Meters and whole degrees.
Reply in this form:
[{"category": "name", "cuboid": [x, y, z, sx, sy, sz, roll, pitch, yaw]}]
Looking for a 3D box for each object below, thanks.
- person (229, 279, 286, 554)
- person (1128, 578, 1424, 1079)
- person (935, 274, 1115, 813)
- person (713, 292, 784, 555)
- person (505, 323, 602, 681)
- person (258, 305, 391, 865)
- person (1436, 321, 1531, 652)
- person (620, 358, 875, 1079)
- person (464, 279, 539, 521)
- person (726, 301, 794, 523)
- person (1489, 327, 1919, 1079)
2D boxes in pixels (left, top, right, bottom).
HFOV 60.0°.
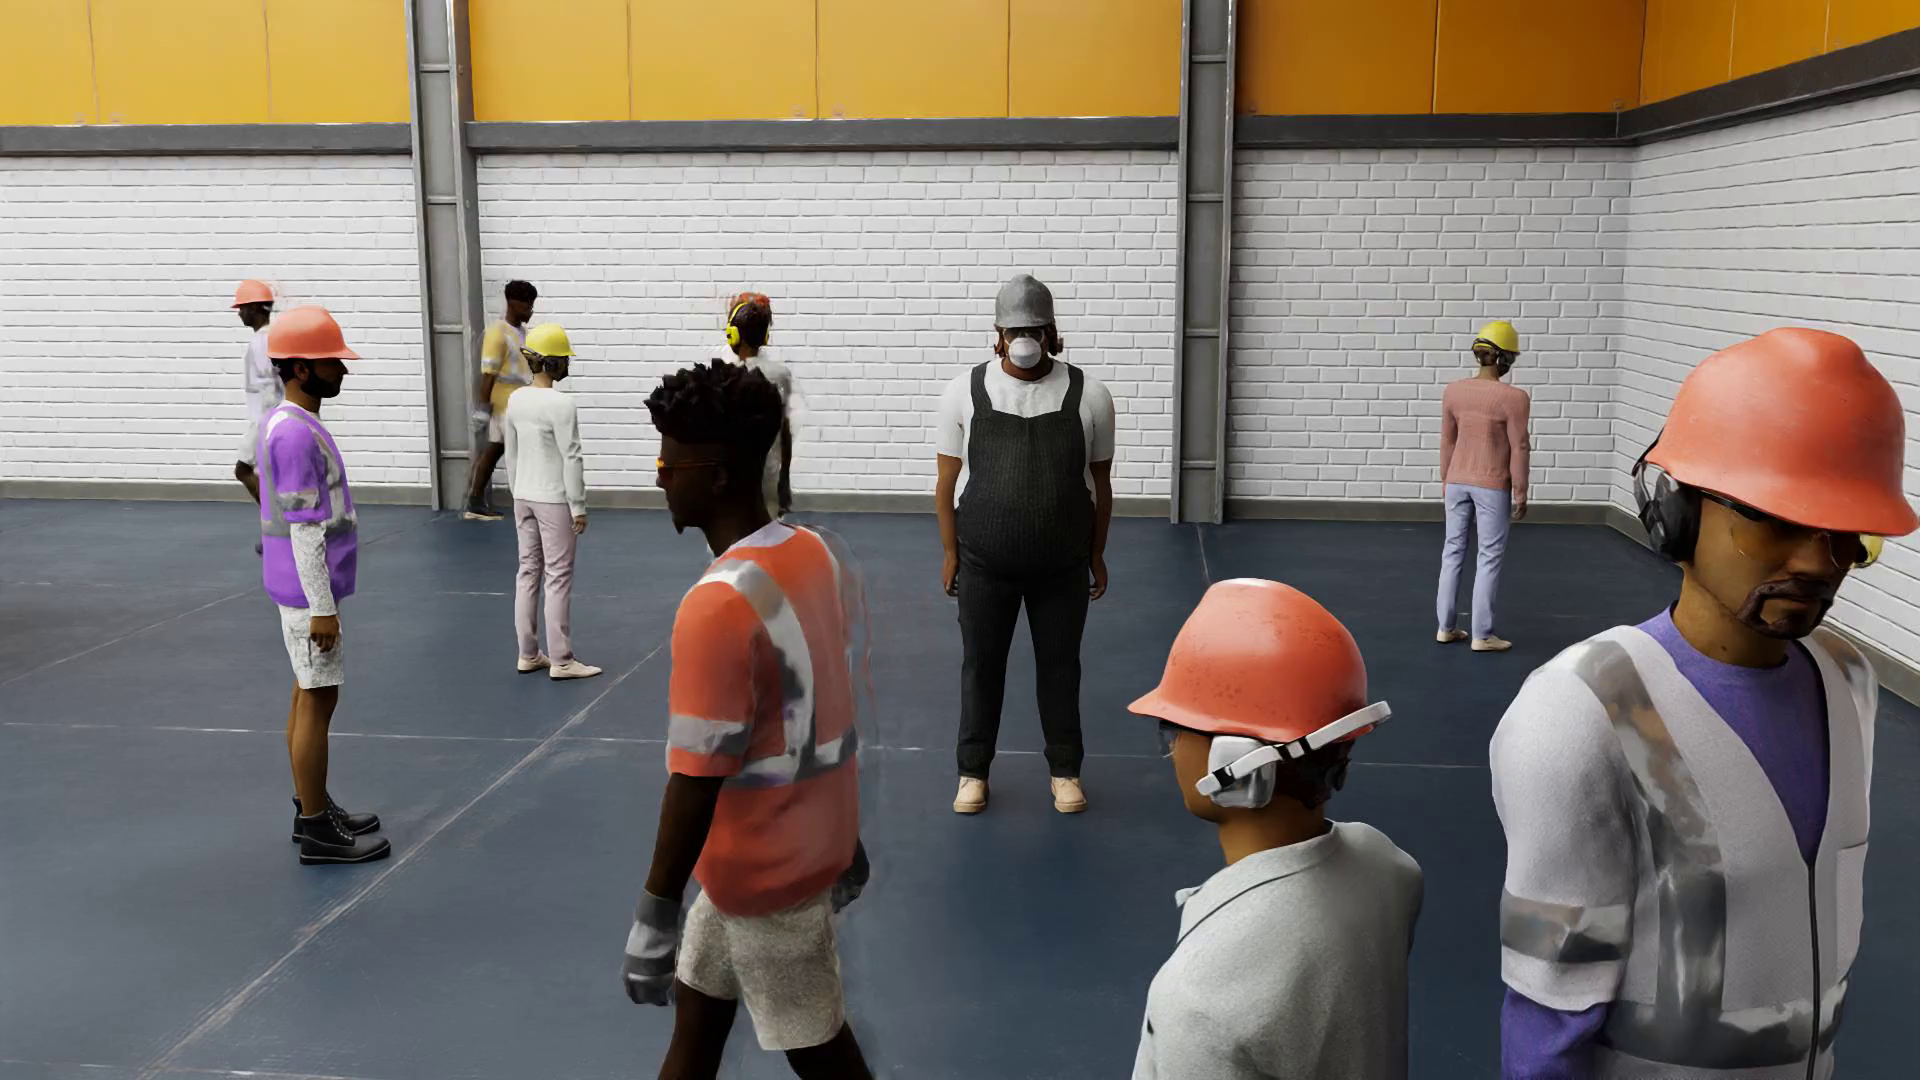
[{"category": "person", "cuboid": [-4.848, -0.849, 11.619, 0.433, 1.915, 0.547, -1, 10, -5]}, {"category": "person", "cuboid": [0.346, 0.911, 2.016, 0.326, 1.752, 0.561, 6, 12, 31]}, {"category": "person", "cuboid": [0.248, 0.028, 6.254, 0.683, 2.000, 0.537, 0, 10, 0]}, {"category": "person", "cuboid": [-1.247, -0.654, 10.683, 0.874, 1.848, 0.596, 2, 10, 9]}, {"category": "person", "cuboid": [-2.037, -0.189, 8.280, 0.529, 1.767, 0.329, 8, 13, 39]}, {"category": "person", "cuboid": [-2.230, 0.159, 5.798, 0.362, 1.938, 0.545, -4, 11, -24]}, {"category": "person", "cuboid": [2.786, -0.280, 8.838, 0.344, 1.756, 0.532, -8, 13, -38]}, {"category": "person", "cuboid": [-0.486, 0.610, 3.269, 0.995, 1.910, 0.626, 1, 10, 7]}, {"category": "person", "cuboid": [-3.437, -1.054, 12.872, 1.038, 1.890, 0.698, 1, 10, 5]}, {"category": "person", "cuboid": [-1.071, -0.277, 8.488, 0.315, 1.870, 0.533, 9, 13, 41]}, {"category": "person", "cuboid": [0.897, 0.767, 2.026, 0.609, 2.040, 0.394, -6, 12, -32]}]
